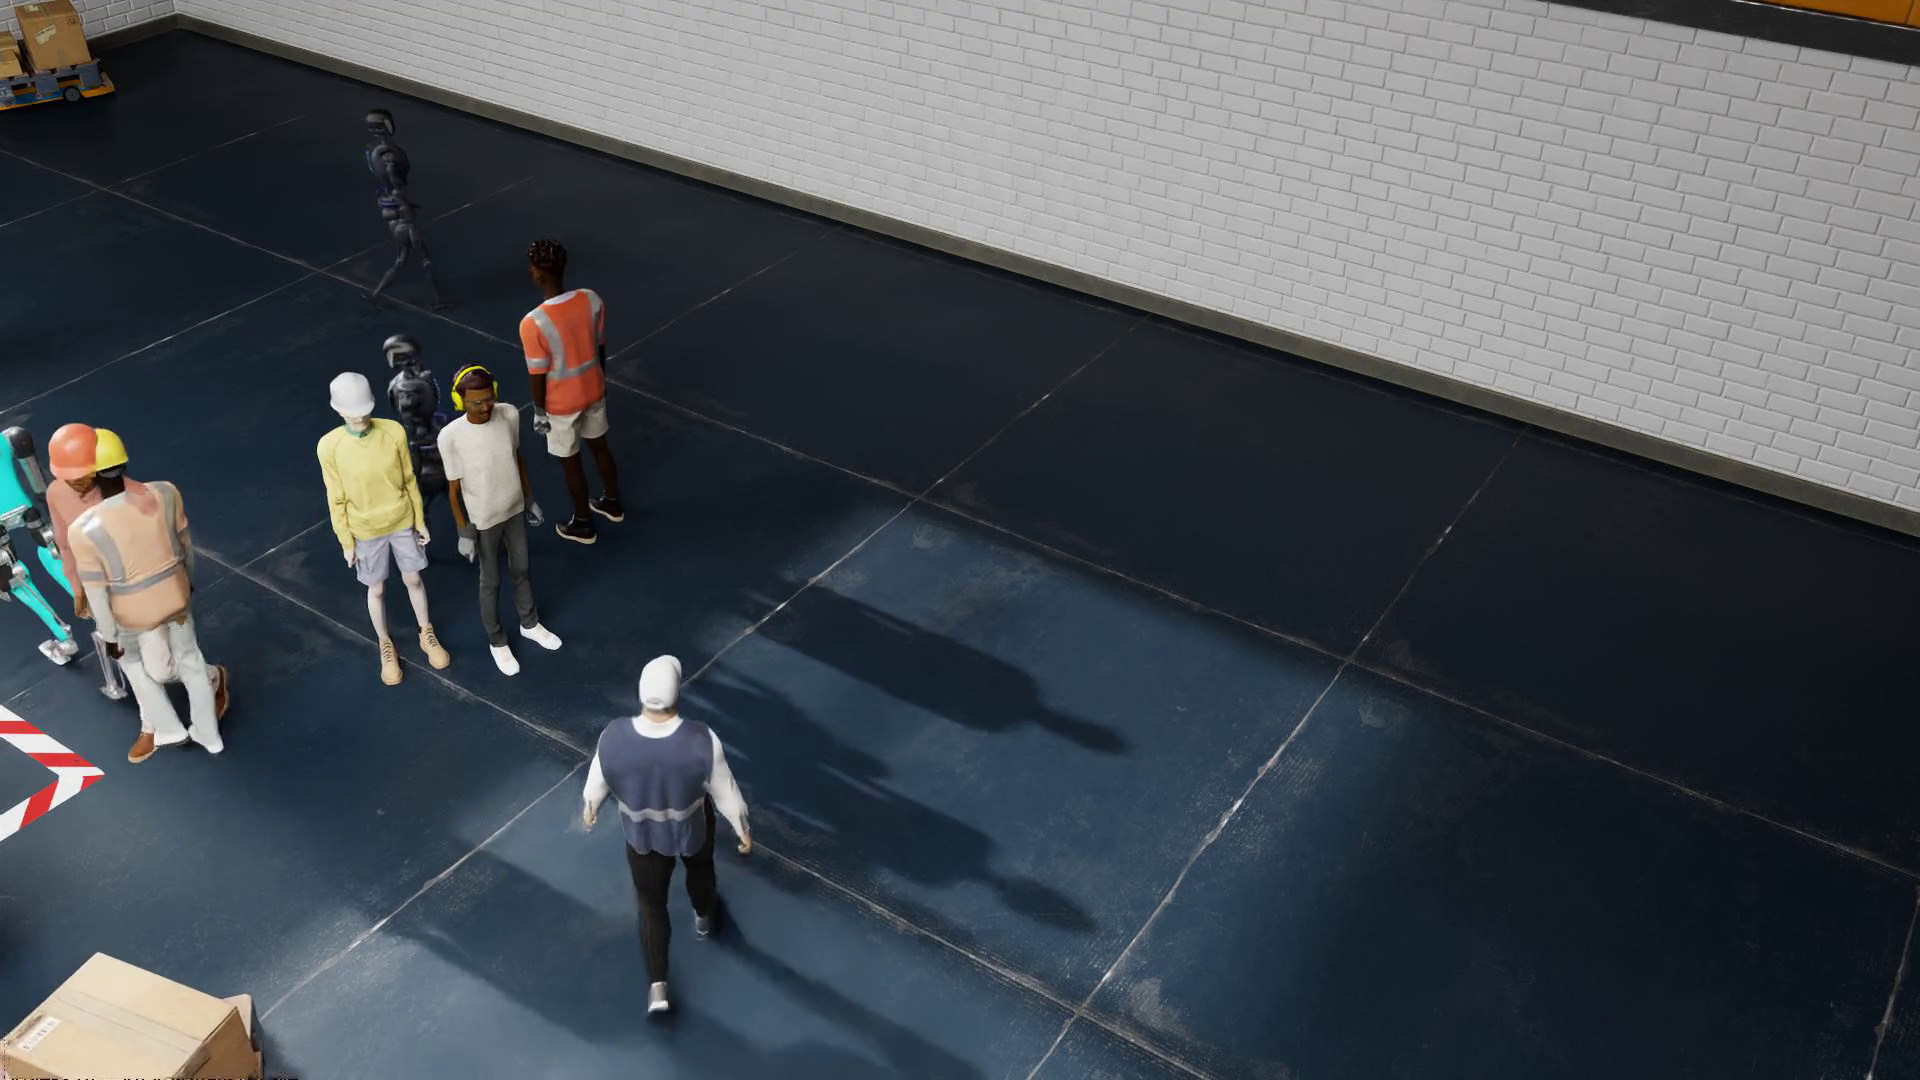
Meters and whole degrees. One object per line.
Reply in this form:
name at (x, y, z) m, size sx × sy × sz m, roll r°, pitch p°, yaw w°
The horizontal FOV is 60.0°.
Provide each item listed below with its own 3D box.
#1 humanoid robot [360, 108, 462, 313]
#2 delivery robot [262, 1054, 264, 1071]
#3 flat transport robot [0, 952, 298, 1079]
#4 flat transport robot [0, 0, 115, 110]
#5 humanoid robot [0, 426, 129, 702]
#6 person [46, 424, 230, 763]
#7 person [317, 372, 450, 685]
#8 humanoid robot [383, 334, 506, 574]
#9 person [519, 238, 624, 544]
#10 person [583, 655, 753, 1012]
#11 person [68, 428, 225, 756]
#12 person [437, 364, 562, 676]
humanoid robot at (-4.290, -2.467, 12.601) m, size 0.732 × 1.652 × 0.601 m, roll -14°, pitch 37°, yaw -19°
delivery robot at (-3.311, 2.232, 6.808) m, size 0.499 × 0.575 × 0.759 m, roll 11°, pitch 36°, yaw 15°
flat transport robot at (-3.326, 2.592, 6.560) m, size 1.431 × 0.231 × 0.659 m, roll -10°, pitch 36°, yaw -14°
flat transport robot at (-9.363, -4.556, 16.774) m, size 1.431 × 0.231 × 0.659 m, roll -21°, pitch 40°, yaw -27°
humanoid robot at (-4.848, 0.170, 8.777) m, size 1.036 × 1.749 × 0.559 m, roll 27°, pitch 43°, yaw 33°
person at (-4.212, 0.249, 8.422) m, size 0.642 × 1.980 × 0.487 m, roll 9°, pitch 36°, yaw 13°
person at (-3.117, -0.077, 8.961) m, size 0.485 × 1.889 × 0.385 m, roll -20°, pitch 39°, yaw -26°
humanoid robot at (-3.144, -0.518, 9.816) m, size 0.694 × 1.626 × 0.612 m, roll -4°, pitch 35°, yaw -6°
person at (-2.356, -0.893, 10.073) m, size 0.389 × 1.957 × 0.609 m, roll 22°, pitch 41°, yaw 28°
person at (-1.277, 1.252, 7.201) m, size 0.745 × 1.727 × 0.805 m, roll -3°, pitch 35°, yaw -4°
person at (-4.129, 0.283, 8.433) m, size 0.589 × 1.903 × 0.602 m, roll 24°, pitch 42°, yaw 31°
person at (-2.505, -0.122, 9.045) m, size 0.318 × 1.867 × 0.526 m, roll 26°, pitch 43°, yaw 32°
